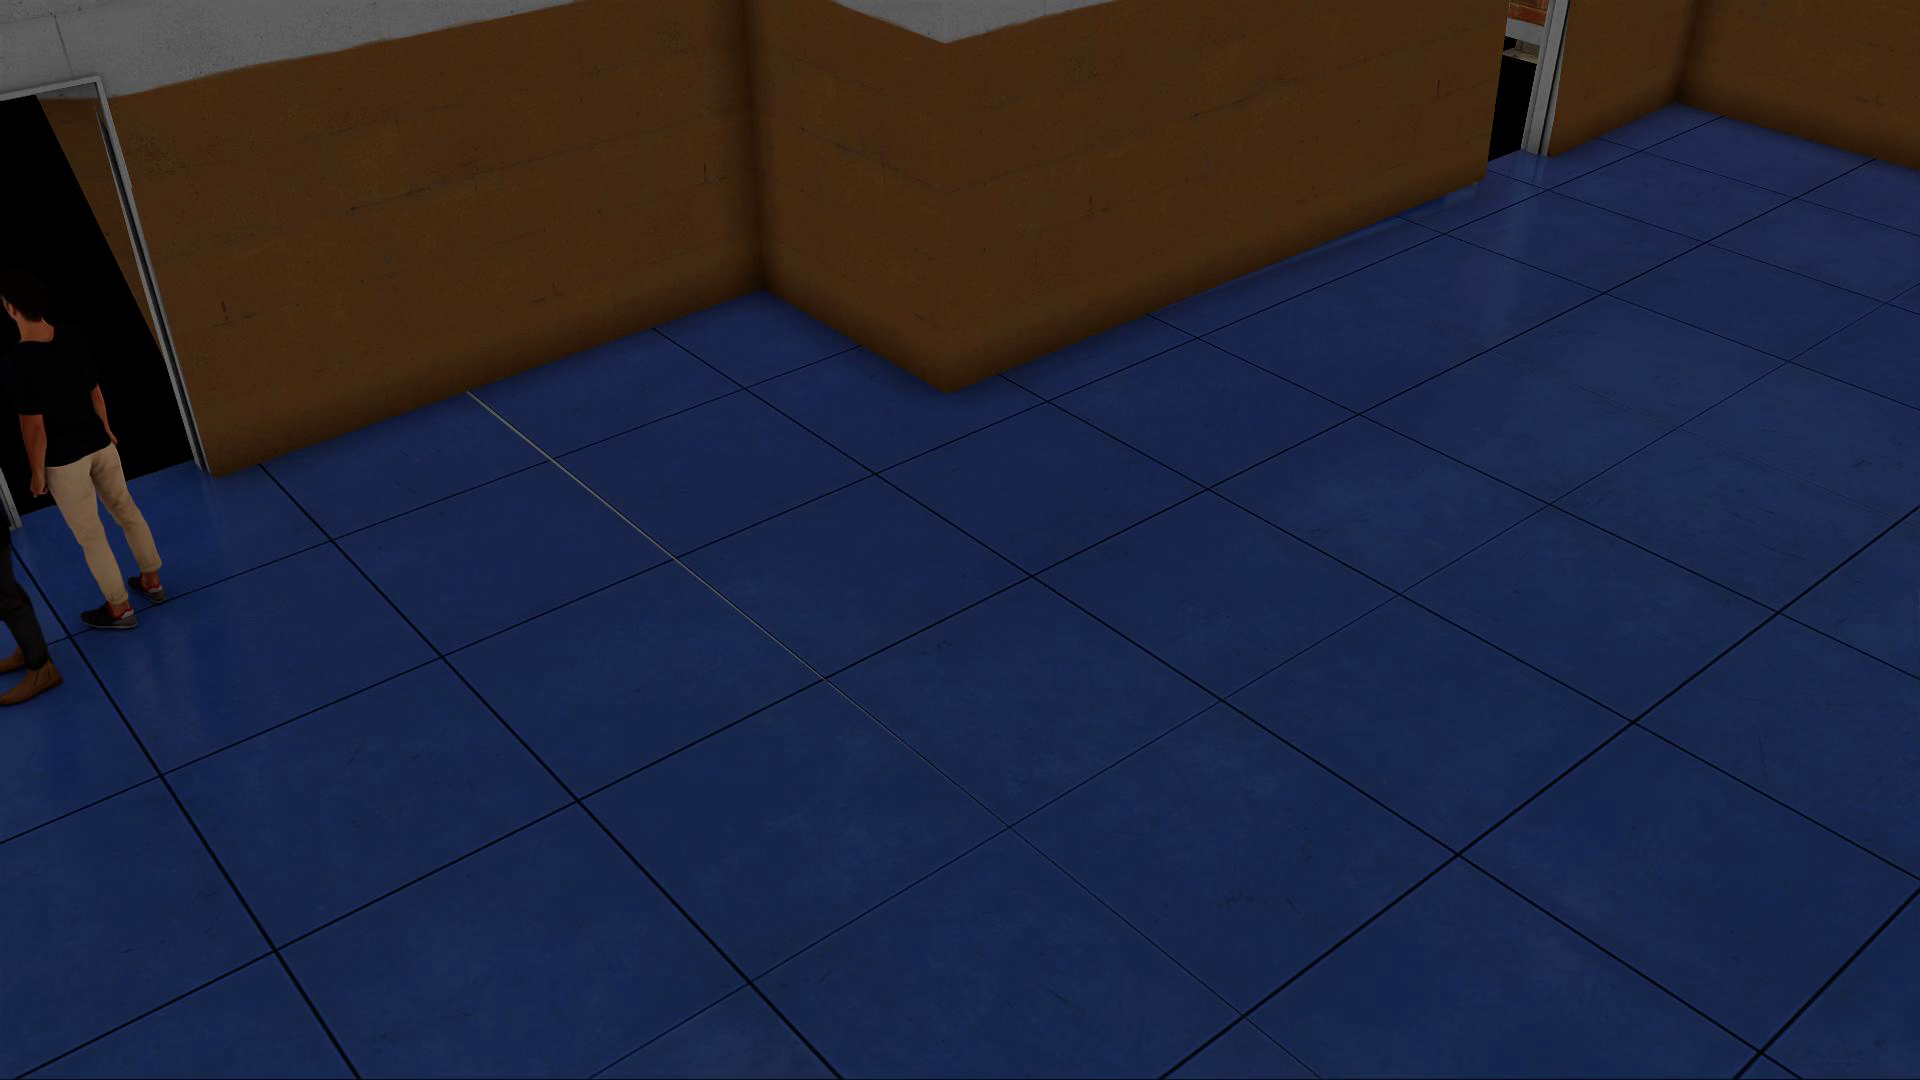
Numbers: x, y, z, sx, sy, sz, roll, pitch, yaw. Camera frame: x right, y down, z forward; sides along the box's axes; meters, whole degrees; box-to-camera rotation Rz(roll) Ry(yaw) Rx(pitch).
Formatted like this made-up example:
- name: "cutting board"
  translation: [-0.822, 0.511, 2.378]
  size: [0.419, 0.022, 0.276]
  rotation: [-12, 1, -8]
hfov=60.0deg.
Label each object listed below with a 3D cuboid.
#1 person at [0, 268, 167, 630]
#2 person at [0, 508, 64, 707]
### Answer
- name: "person"
  translation: [-4.171, -0.418, 7.860]
  size: [0.708, 1.859, 0.716]
  rotation: [11, 35, 16]
- name: "person"
  translation: [-4.418, -0.050, 7.453]
  size: [0.731, 1.722, 0.523]
  rotation: [-19, 38, -26]
